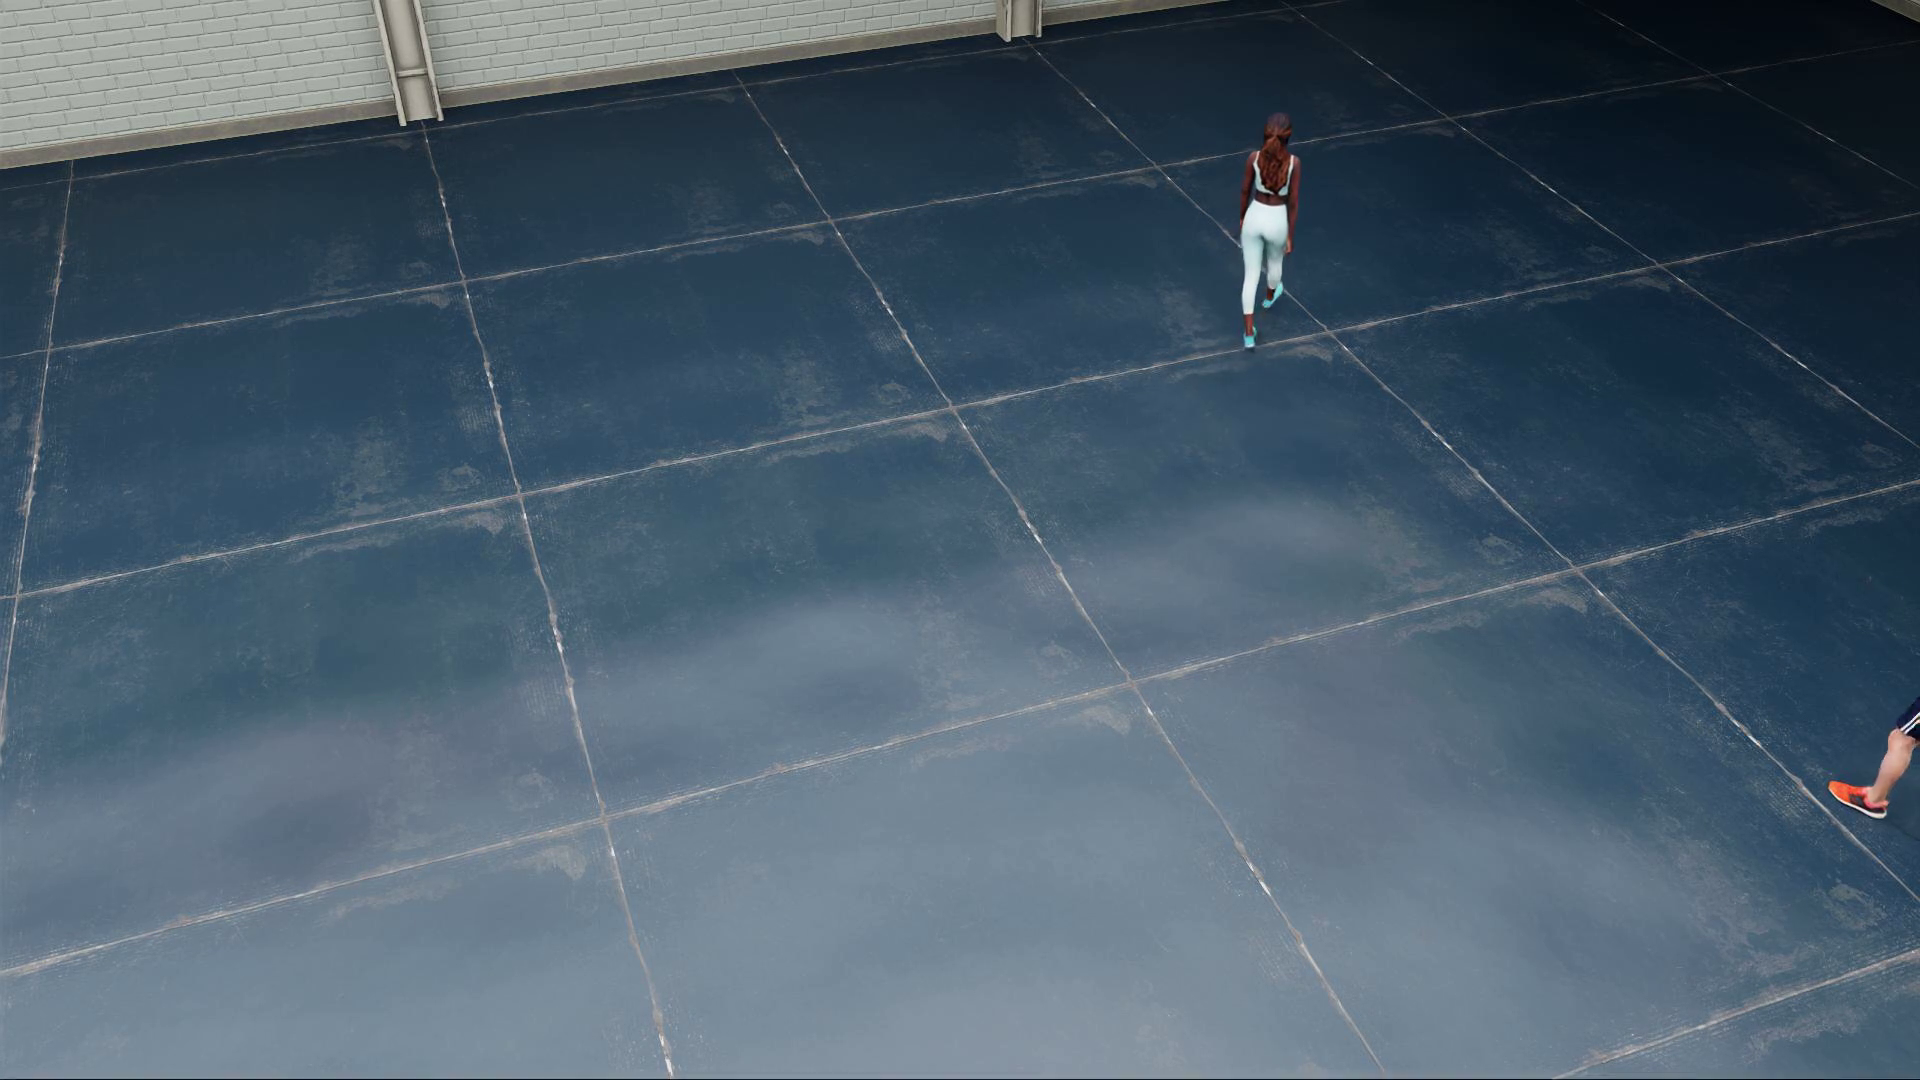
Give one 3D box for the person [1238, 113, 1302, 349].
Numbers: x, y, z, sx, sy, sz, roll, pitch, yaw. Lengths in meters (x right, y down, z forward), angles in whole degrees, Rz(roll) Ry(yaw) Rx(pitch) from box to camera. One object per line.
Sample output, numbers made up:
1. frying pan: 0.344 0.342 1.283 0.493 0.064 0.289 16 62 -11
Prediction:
1. person: 2.159 -2.165 11.858 1.053 1.688 1.046 12 40 14
